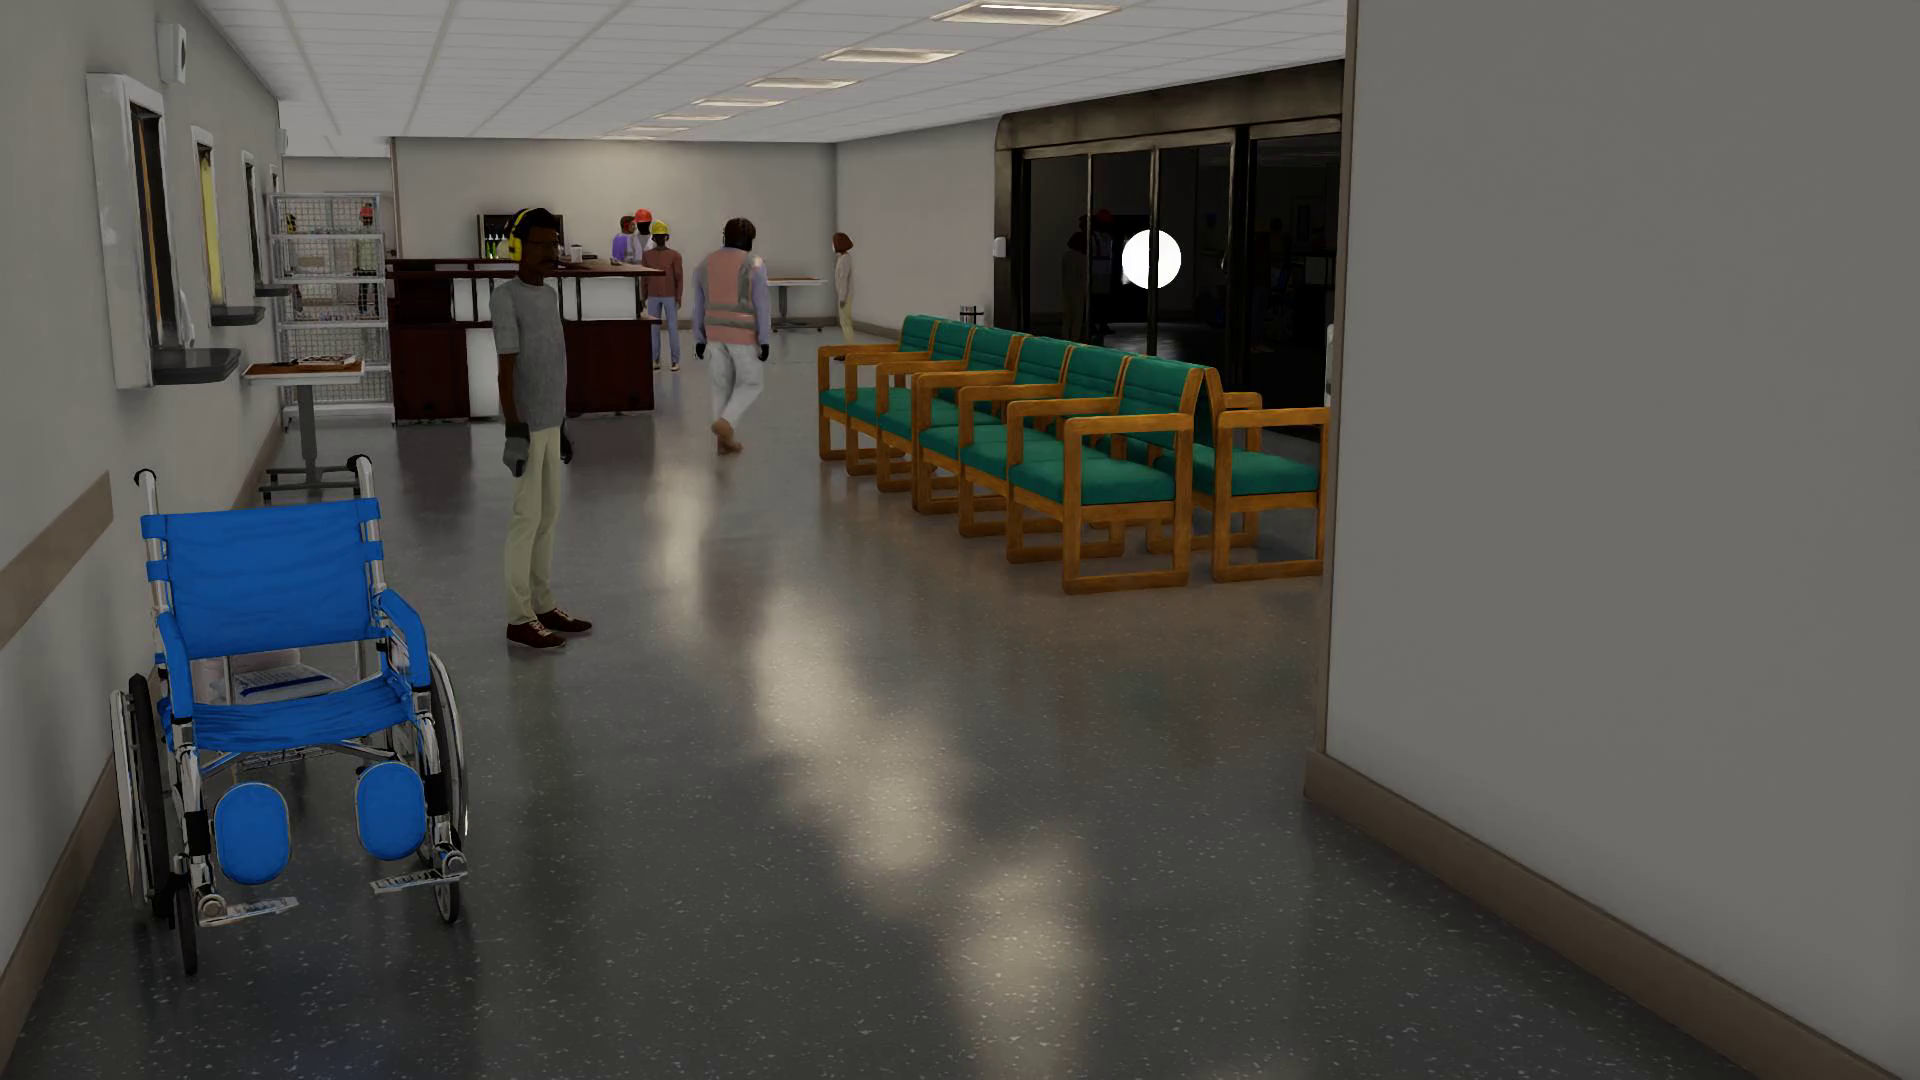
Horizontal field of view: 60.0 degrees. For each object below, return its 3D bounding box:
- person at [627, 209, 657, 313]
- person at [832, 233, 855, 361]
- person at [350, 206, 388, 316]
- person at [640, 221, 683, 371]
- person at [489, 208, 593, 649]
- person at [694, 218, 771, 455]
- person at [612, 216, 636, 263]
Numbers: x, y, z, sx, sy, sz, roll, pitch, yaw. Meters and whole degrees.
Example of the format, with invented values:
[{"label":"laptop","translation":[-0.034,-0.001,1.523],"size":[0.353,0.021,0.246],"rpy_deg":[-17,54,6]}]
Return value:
[{"label":"person","translation":[-4.447,-3.713,23.571],"size":[0.547,1.934,0.376],"rpy_deg":[1,11,4]},{"label":"person","translation":[-1.482,-3.091,21.188],"size":[0.285,1.627,0.504],"rpy_deg":[0,11,-1]},{"label":"person","translation":[-9.827,-4.550,27.709],"size":[0.625,1.992,0.386],"rpy_deg":[-10,15,-41]},{"label":"person","translation":[-3.551,-2.895,19.803],"size":[0.532,1.771,0.300],"rpy_deg":[2,11,11]},{"label":"person","translation":[-1.808,-0.476,7.145],"size":[0.312,1.863,0.535],"rpy_deg":[2,11,10]},{"label":"person","translation":[-1.752,-1.533,12.678],"size":[0.684,1.823,0.546],"rpy_deg":[5,12,23]},{"label":"person","translation":[-4.955,-3.869,24.621],"size":[0.390,1.838,0.564],"rpy_deg":[-8,14,-37]}]
